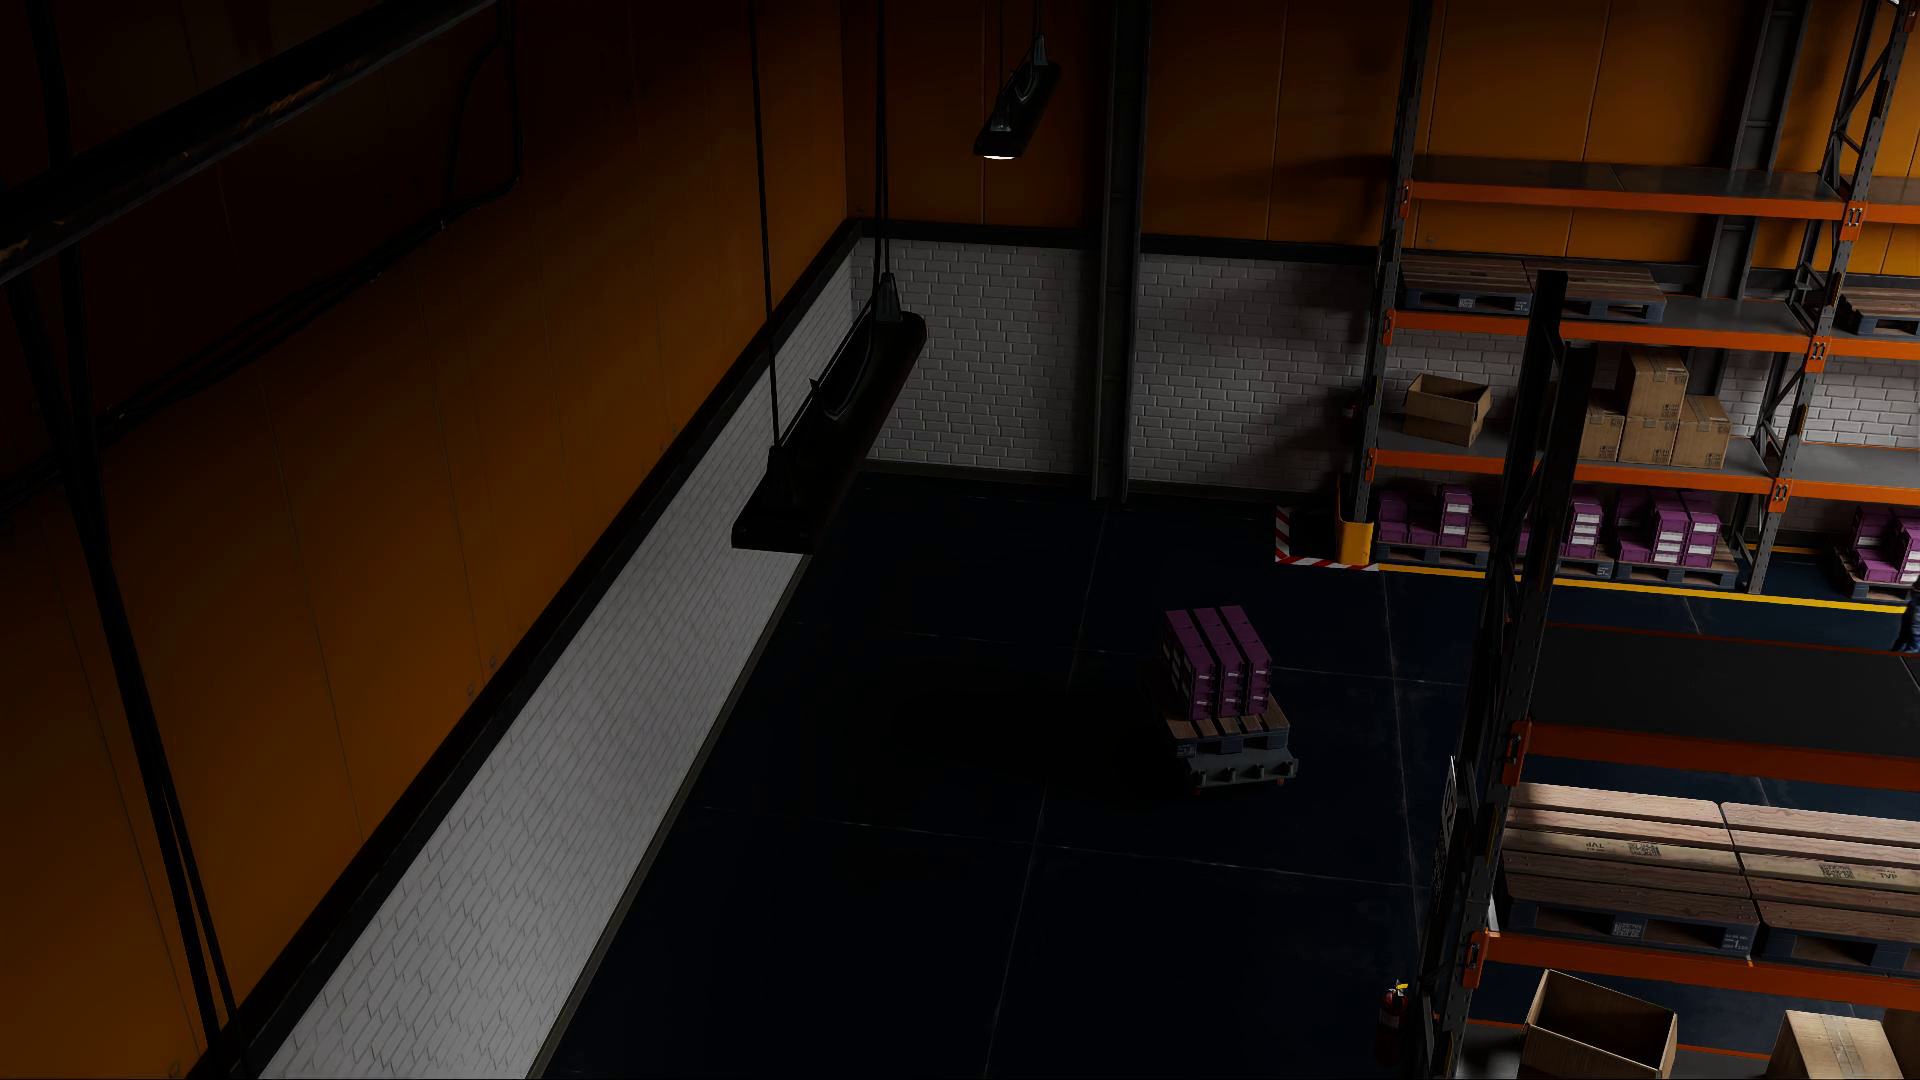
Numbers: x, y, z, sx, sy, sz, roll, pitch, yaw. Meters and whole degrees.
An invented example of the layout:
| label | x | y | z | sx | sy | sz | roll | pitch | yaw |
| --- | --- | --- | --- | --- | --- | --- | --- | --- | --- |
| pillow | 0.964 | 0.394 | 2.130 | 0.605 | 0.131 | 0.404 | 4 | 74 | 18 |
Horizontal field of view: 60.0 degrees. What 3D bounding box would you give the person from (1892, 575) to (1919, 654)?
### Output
| label | x | y | z | sx | sy | sz | roll | pitch | yaw |
| --- | --- | --- | --- | --- | --- | --- | --- | --- | --- |
| person | 8.864 | 0.715 | 15.384 | 0.509 | 1.255 | 0.506 | 1 | 29 | 2 |
